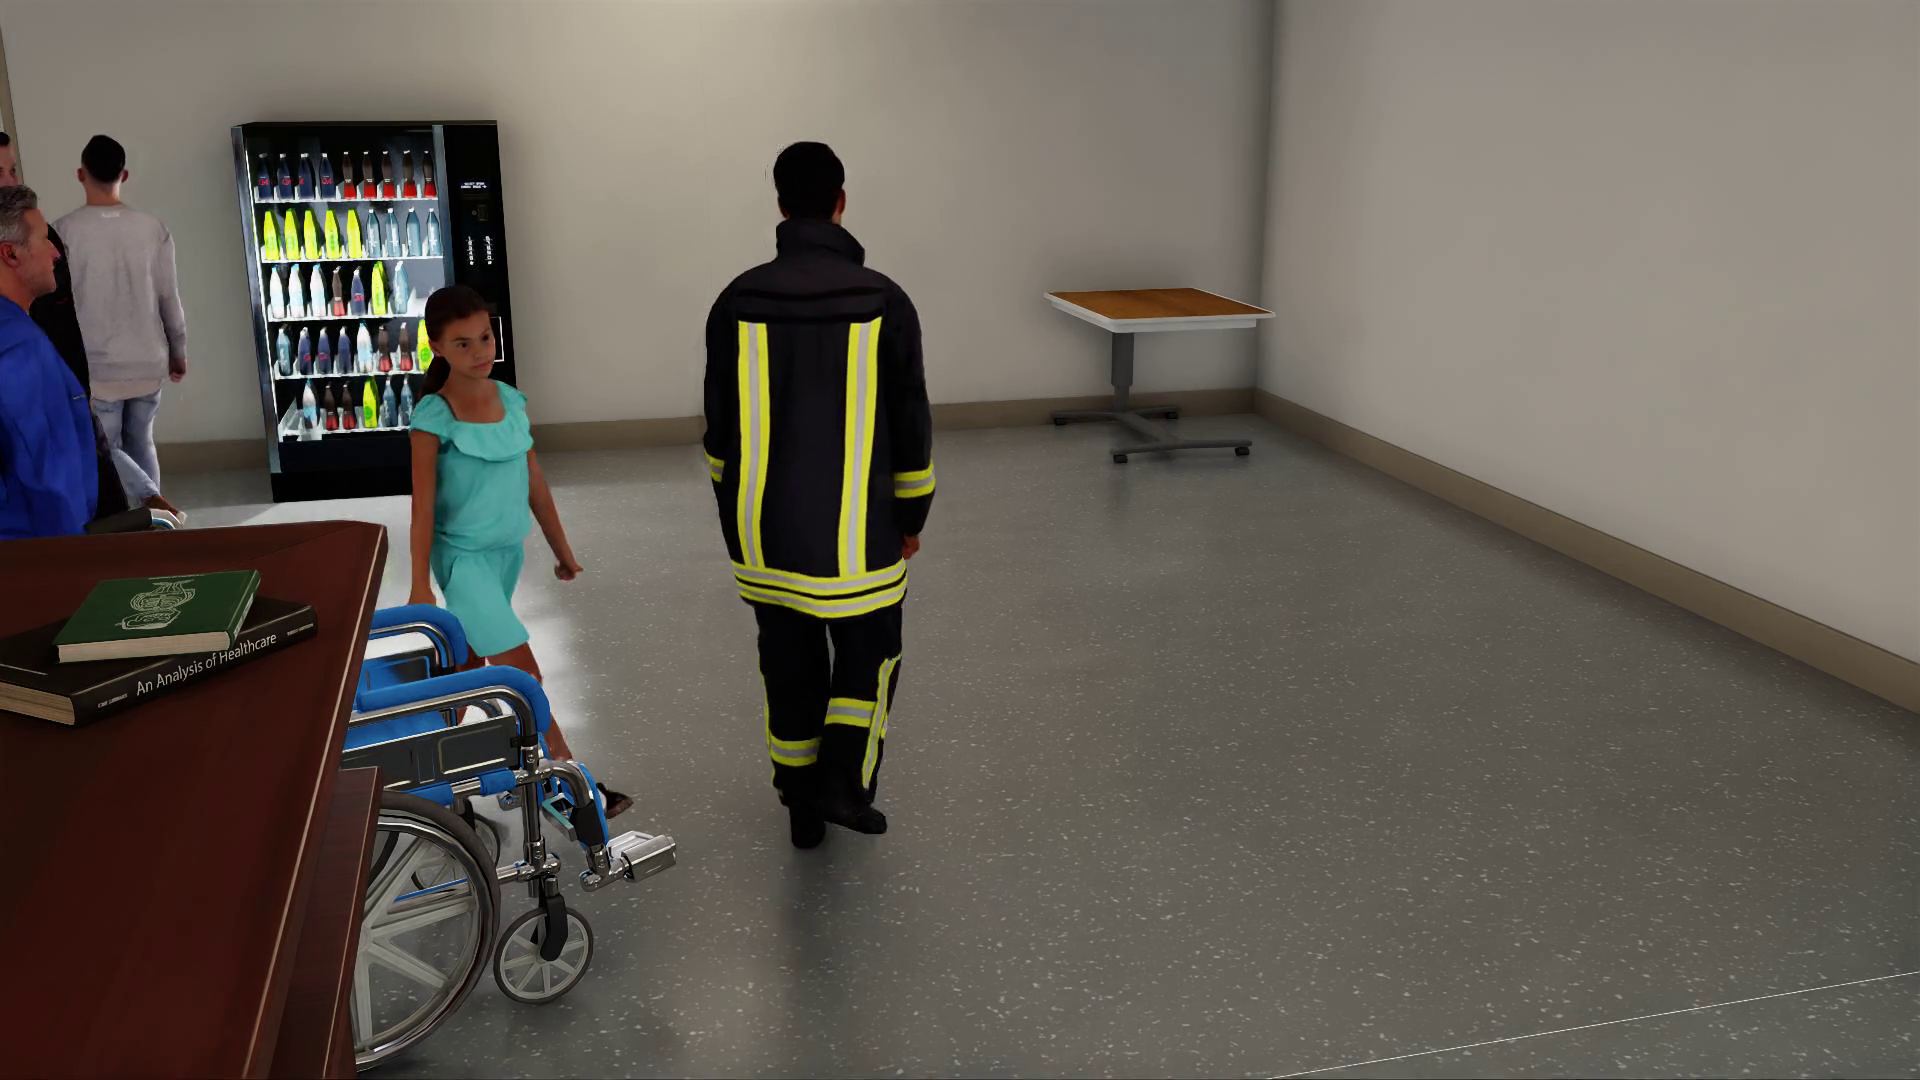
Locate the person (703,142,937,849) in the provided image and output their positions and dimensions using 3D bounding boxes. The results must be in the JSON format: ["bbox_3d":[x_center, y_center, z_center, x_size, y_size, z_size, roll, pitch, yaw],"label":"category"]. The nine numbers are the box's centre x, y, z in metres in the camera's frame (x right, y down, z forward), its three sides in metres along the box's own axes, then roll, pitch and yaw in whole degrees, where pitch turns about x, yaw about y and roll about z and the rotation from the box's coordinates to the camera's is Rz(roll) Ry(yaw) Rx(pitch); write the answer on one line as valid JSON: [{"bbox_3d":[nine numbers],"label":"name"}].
[{"bbox_3d":[-0.385,-0.059,4.355,0.867,1.909,0.979,1,16,4],"label":"person"}]

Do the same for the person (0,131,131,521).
[{"bbox_3d":[-3.226,-0.433,5.702,1.047,1.898,0.952,5,17,18],"label":"person"}]

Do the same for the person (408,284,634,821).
[{"bbox_3d":[-1.394,0.079,4.602,1.137,1.509,1.044,6,17,21],"label":"person"}]

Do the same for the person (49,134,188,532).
[{"bbox_3d":[-3.482,-0.745,6.948,1.030,1.823,1.020,14,21,40],"label":"person"}]
